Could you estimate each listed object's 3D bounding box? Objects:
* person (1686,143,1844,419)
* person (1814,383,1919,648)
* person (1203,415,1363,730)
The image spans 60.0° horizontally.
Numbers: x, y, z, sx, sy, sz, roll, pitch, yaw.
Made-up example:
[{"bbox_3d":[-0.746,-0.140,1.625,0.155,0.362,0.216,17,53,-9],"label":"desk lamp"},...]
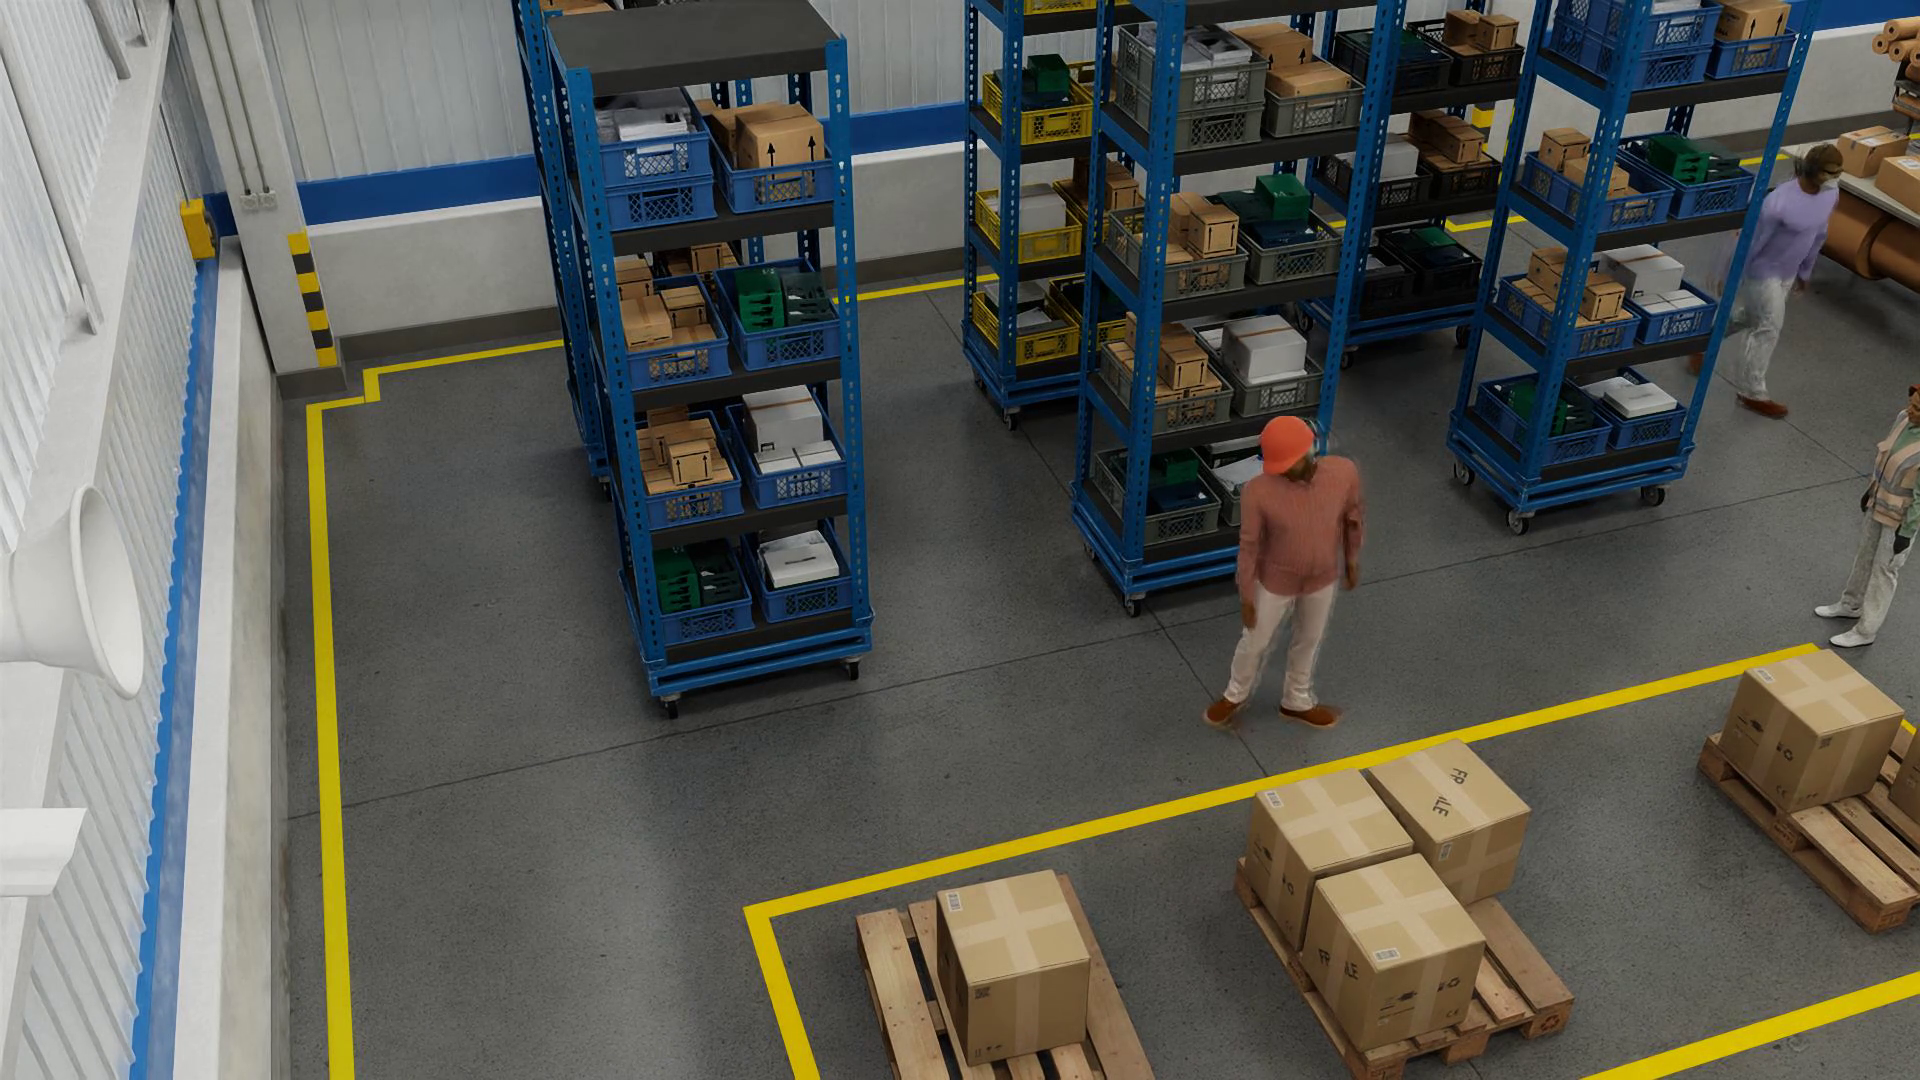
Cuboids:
[{"bbox_3d":[5.417,-1.829,11.232,0.628,1.904,0.905,-20,40,-26],"label":"person"},{"bbox_3d":[5.084,-0.144,9.064,0.313,1.634,0.514,2,35,3],"label":"person"},{"bbox_3d":[1.668,0.188,8.333,0.706,1.944,0.381,-9,36,-12],"label":"person"}]
